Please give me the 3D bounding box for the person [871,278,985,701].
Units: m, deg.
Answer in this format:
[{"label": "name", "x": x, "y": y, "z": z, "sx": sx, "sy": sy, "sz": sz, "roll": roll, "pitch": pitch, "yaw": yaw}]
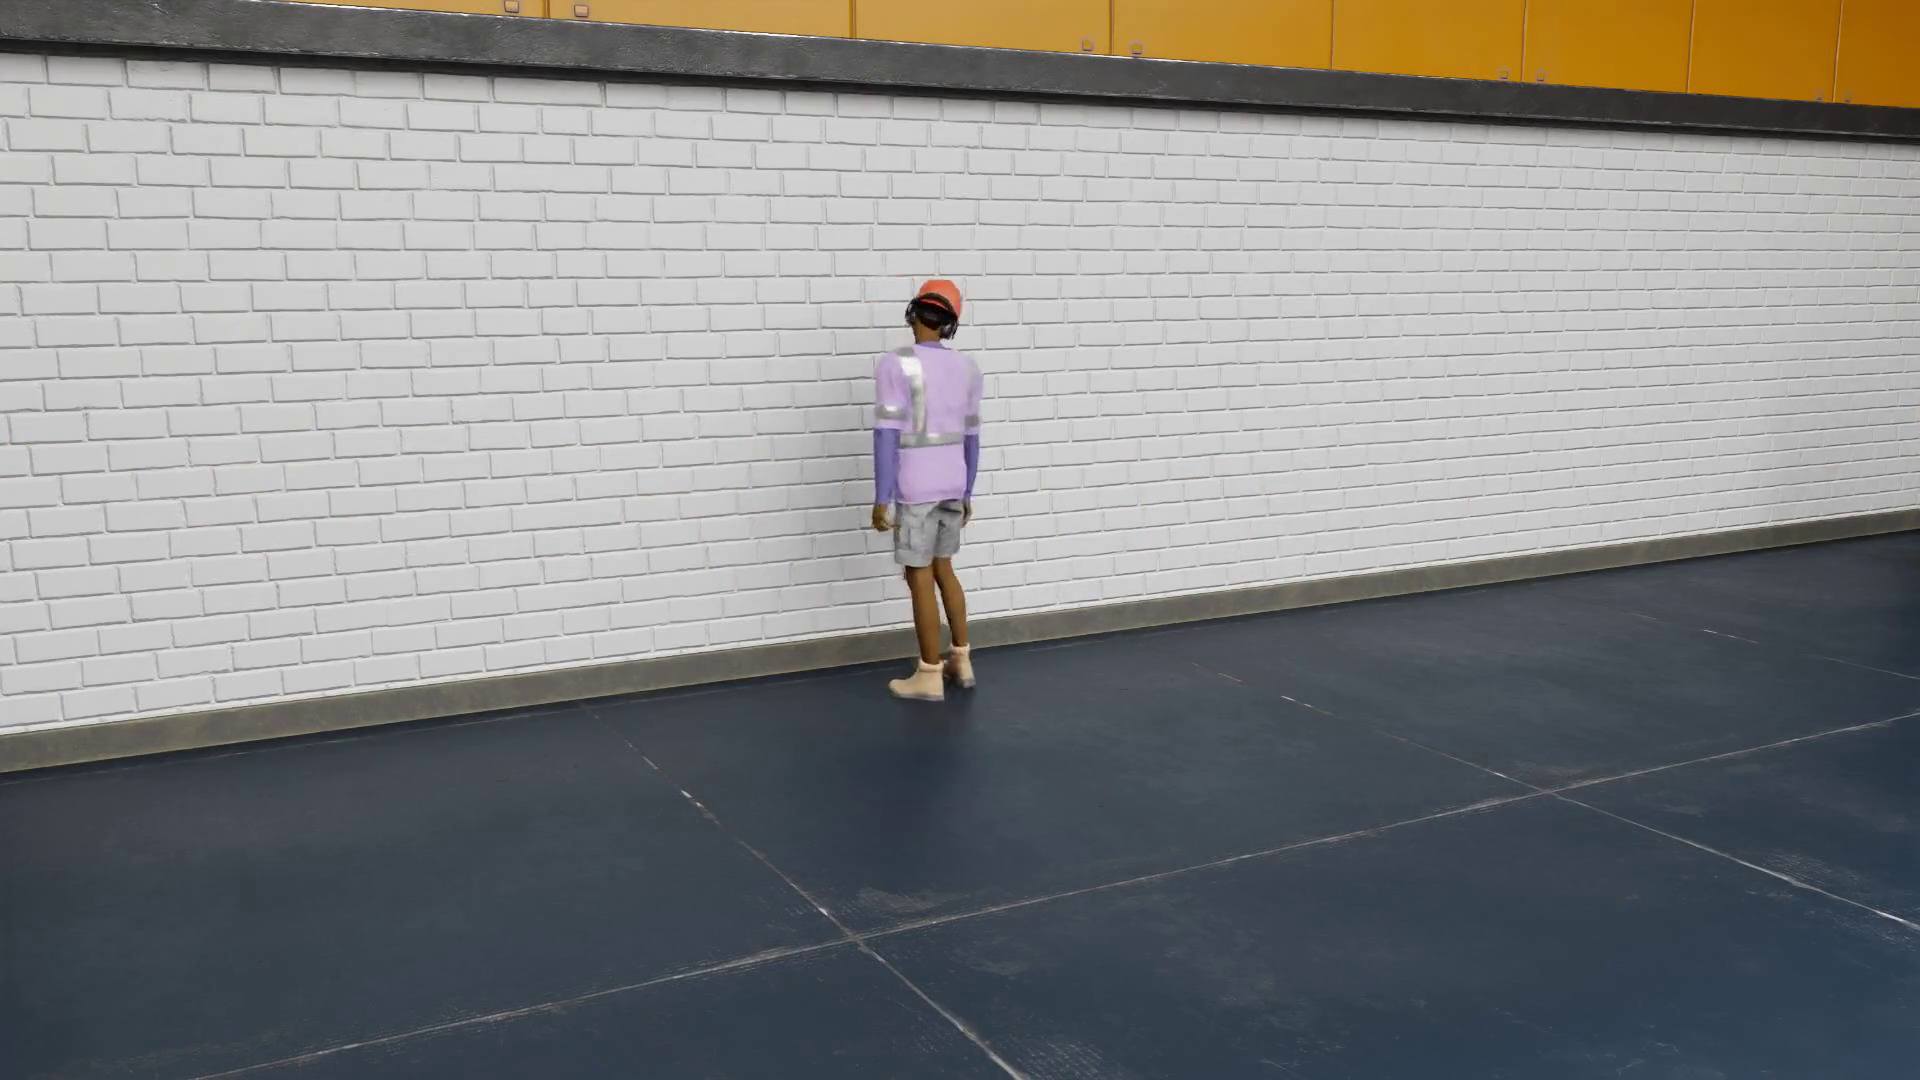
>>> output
[{"label": "person", "x": -0.152, "y": -0.223, "z": 7.887, "sx": 0.376, "sy": 2.000, "sz": 0.637, "roll": 9, "pitch": 13, "yaw": 43}]
